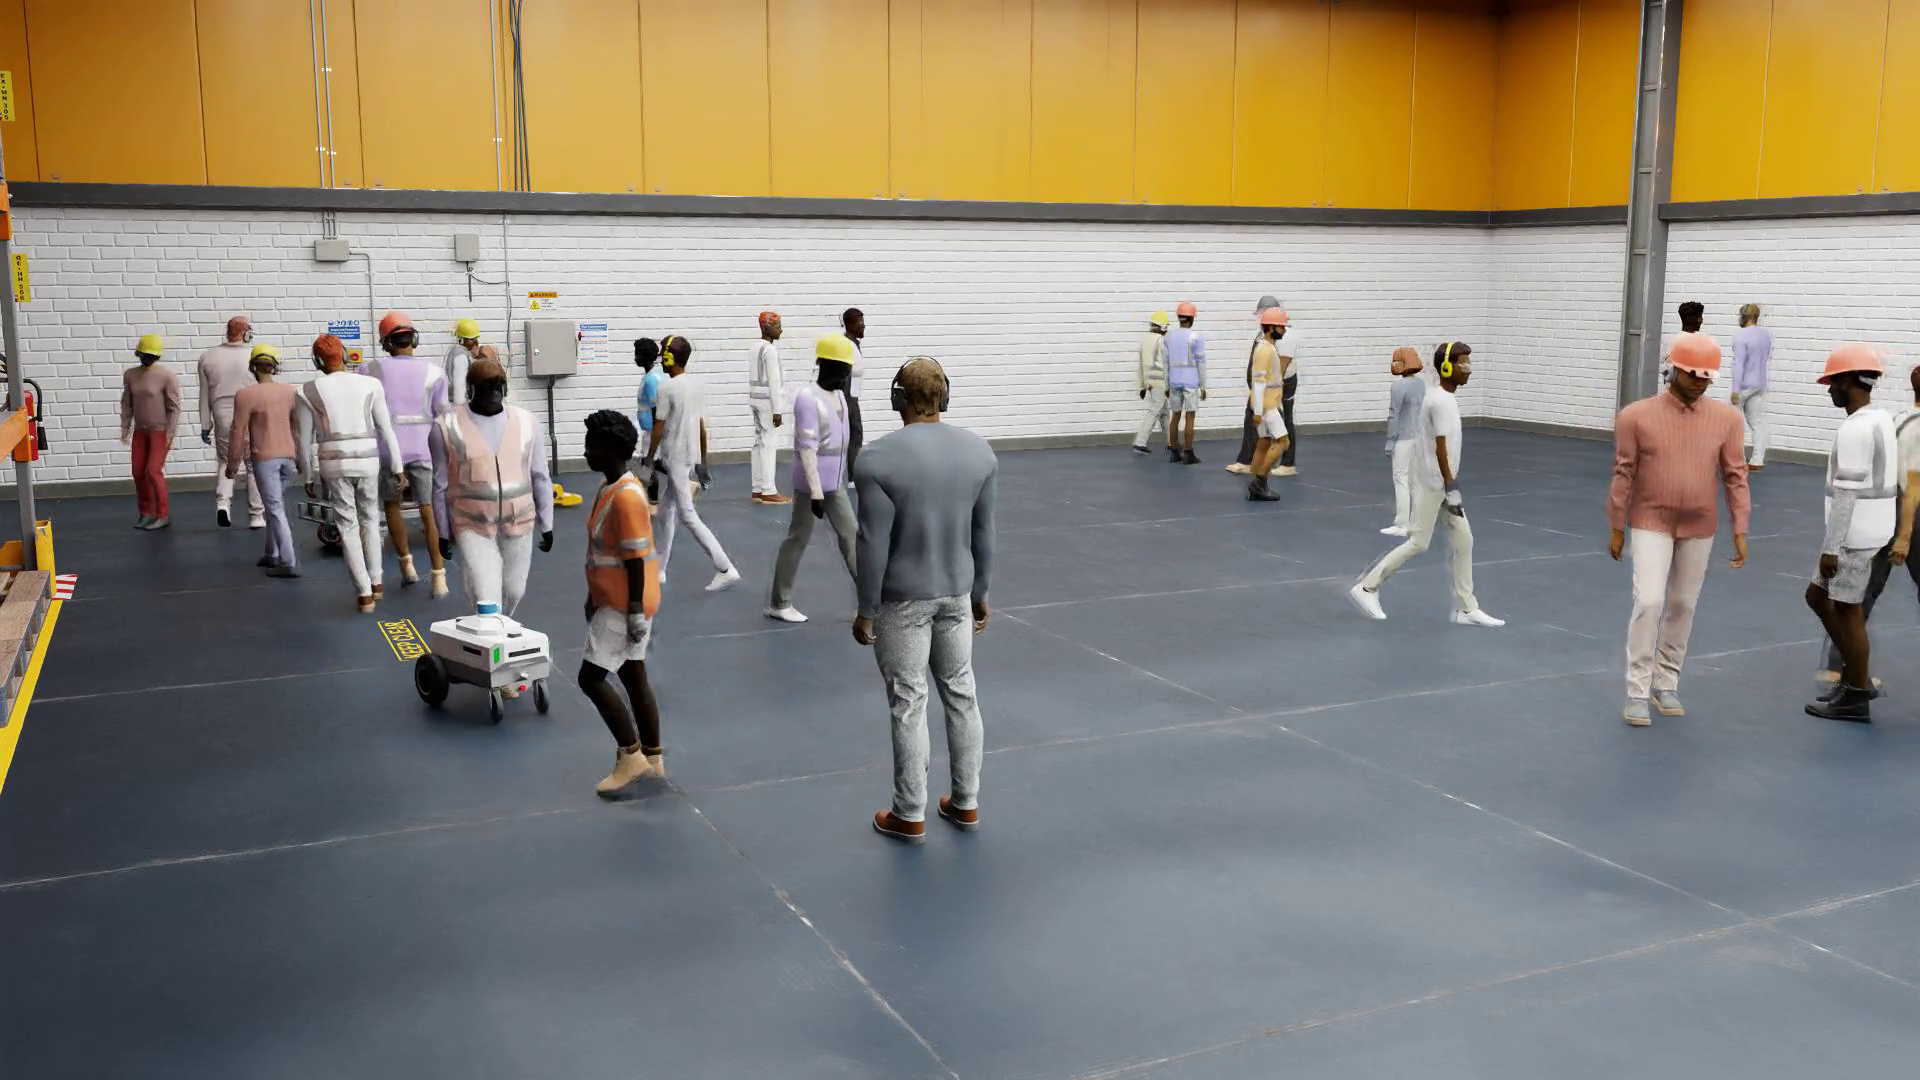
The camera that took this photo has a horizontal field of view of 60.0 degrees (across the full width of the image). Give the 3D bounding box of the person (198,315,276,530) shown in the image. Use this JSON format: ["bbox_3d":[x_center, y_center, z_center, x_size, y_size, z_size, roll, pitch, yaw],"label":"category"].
[{"bbox_3d":[-6.275,-1.012,14.537,0.669,1.886,0.493,-1,9,-4],"label":"person"}]

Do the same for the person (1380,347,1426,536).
[{"bbox_3d":[3.845,-0.850,14.350,0.282,1.624,0.494,9,13,43],"label":"person"}]

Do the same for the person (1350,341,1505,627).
[{"bbox_3d":[3.021,-0.361,10.692,0.926,1.838,0.535,5,10,27],"label":"person"}]

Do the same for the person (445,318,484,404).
[{"bbox_3d":[-4.930,-1.344,16.863,0.681,1.792,0.619,-4,10,-24],"label":"person"}]

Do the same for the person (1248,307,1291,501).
[{"bbox_3d":[3.052,-1.321,16.368,0.431,1.920,0.547,2,9,9],"label":"person"}]

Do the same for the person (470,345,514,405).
[{"bbox_3d":[-4.194,-0.965,15.109,0.609,1.594,0.538,-2,9,-12],"label":"person"}]

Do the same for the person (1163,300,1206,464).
[{"bbox_3d":[2.667,-1.863,19.676,0.547,1.938,0.363,7,11,37],"label":"person"}]

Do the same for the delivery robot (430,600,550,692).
[{"bbox_3d":[-2.443,0.558,8.631,0.707,0.478,0.477,9,13,44],"label":"delivery robot"}]

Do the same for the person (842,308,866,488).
[{"bbox_3d":[-1.248,-1.479,17.416,0.685,1.900,0.602,0,9,3],"label":"person"}]

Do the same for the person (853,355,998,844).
[{"bbox_3d":[-0.140,0.237,6.631,0.634,1.938,0.355,-5,11,-31],"label":"person"}]

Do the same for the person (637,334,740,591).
[{"bbox_3d":[-1.978,-0.548,11.858,0.937,1.832,0.514,3,10,18],"label":"person"}]

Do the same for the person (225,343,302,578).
[{"bbox_3d":[-5.194,-0.589,12.391,0.709,1.724,0.545,5,10,28],"label":"person"}]

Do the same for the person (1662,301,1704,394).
[{"bbox_3d":[7.584,-1.515,17.414,0.368,1.966,0.602,-2,9,-10],"label":"person"}]

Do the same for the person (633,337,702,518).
[{"bbox_3d":[-2.724,-1.030,15.275,0.572,1.674,0.543,-1,9,-9],"label":"person"}]

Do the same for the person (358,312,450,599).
[{"bbox_3d":[-3.879,-0.590,11.642,0.628,1.976,0.787,-4,10,-25],"label":"person"}]

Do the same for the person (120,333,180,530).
[{"bbox_3d":[-7.114,-0.949,14.639,0.570,1.725,0.368,2,9,14],"label":"person"}]

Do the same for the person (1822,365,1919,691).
[{"bbox_3d":[5.159,-0.058,8.893,0.977,1.791,0.515,1,9,4],"label":"person"}]

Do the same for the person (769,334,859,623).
[{"bbox_3d":[-0.810,-0.370,10.614,1.015,1.859,0.628,4,10,22],"label":"person"}]

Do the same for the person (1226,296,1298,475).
[{"bbox_3d":[3.366,-1.717,18.434,0.894,2.000,0.690,-4,10,-24],"label":"person"}]

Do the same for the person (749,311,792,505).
[{"bbox_3d":[-1.882,-1.290,16.272,0.346,1.882,0.578,-4,10,-25],"label":"person"}]

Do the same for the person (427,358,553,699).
[{"bbox_3d":[-2.565,-0.097,9.110,0.635,1.811,0.892,-5,11,-30],"label":"person"}]

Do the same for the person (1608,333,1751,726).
[{"bbox_3d":[3.603,-0.044,8.312,0.616,1.953,0.721,1,9,7],"label":"person"}]

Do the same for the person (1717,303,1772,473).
[{"bbox_3d":[8.846,-1.718,18.838,0.654,1.909,0.745,-5,11,-30],"label":"person"}]

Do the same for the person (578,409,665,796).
[{"bbox_3d":[-1.487,0.277,7.197,0.452,1.683,0.543,-2,9,-14],"label":"person"}]

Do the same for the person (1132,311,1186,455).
[{"bbox_3d":[2.483,-1.945,20.654,0.897,1.793,0.594,-4,10,-22],"label":"person"}]

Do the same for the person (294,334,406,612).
[{"bbox_3d":[-4.128,-0.463,11.251,0.657,1.846,0.783,-5,10,-28],"label":"person"}]

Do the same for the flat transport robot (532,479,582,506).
[{"bbox_3d":[-4.388,-0.407,15.786,1.431,0.197,0.652,-9,13,-43],"label":"flat transport robot"}]

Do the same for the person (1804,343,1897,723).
[{"bbox_3d":[4.447,-0.024,8.342,0.436,1.906,0.565,7,12,37],"label":"person"}]
